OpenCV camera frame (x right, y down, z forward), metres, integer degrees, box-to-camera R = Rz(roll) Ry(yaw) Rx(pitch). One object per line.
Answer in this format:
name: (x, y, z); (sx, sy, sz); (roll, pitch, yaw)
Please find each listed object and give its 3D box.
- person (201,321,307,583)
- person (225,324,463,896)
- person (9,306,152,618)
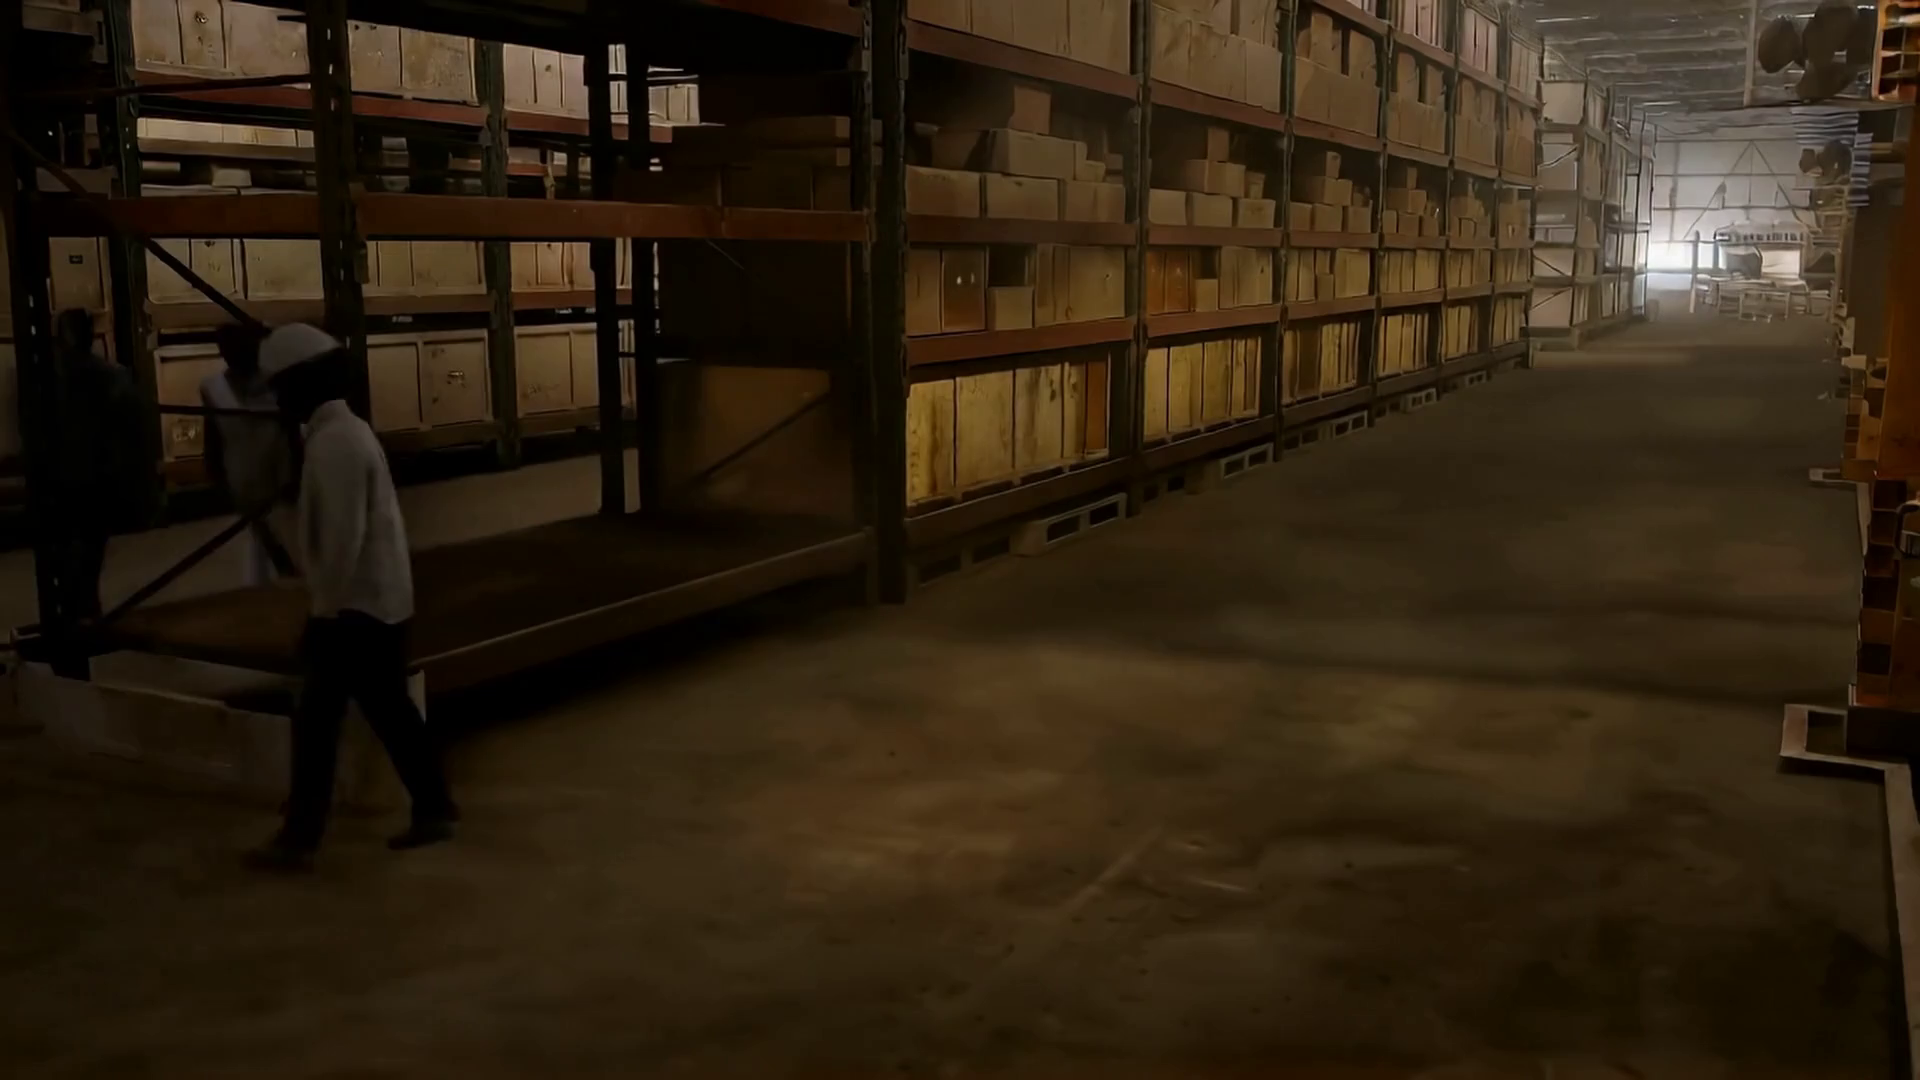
person: (-4.119, -0.393, 9.800); (0.596, 1.794, 0.978); (0, 10, 2)
person: (-2.173, 0.232, 5.749); (0.851, 1.931, 0.640); (-2, 10, -13)
person: (-5.013, -0.401, 9.575); (0.652, 1.875, 0.737); (0, 10, -1)
